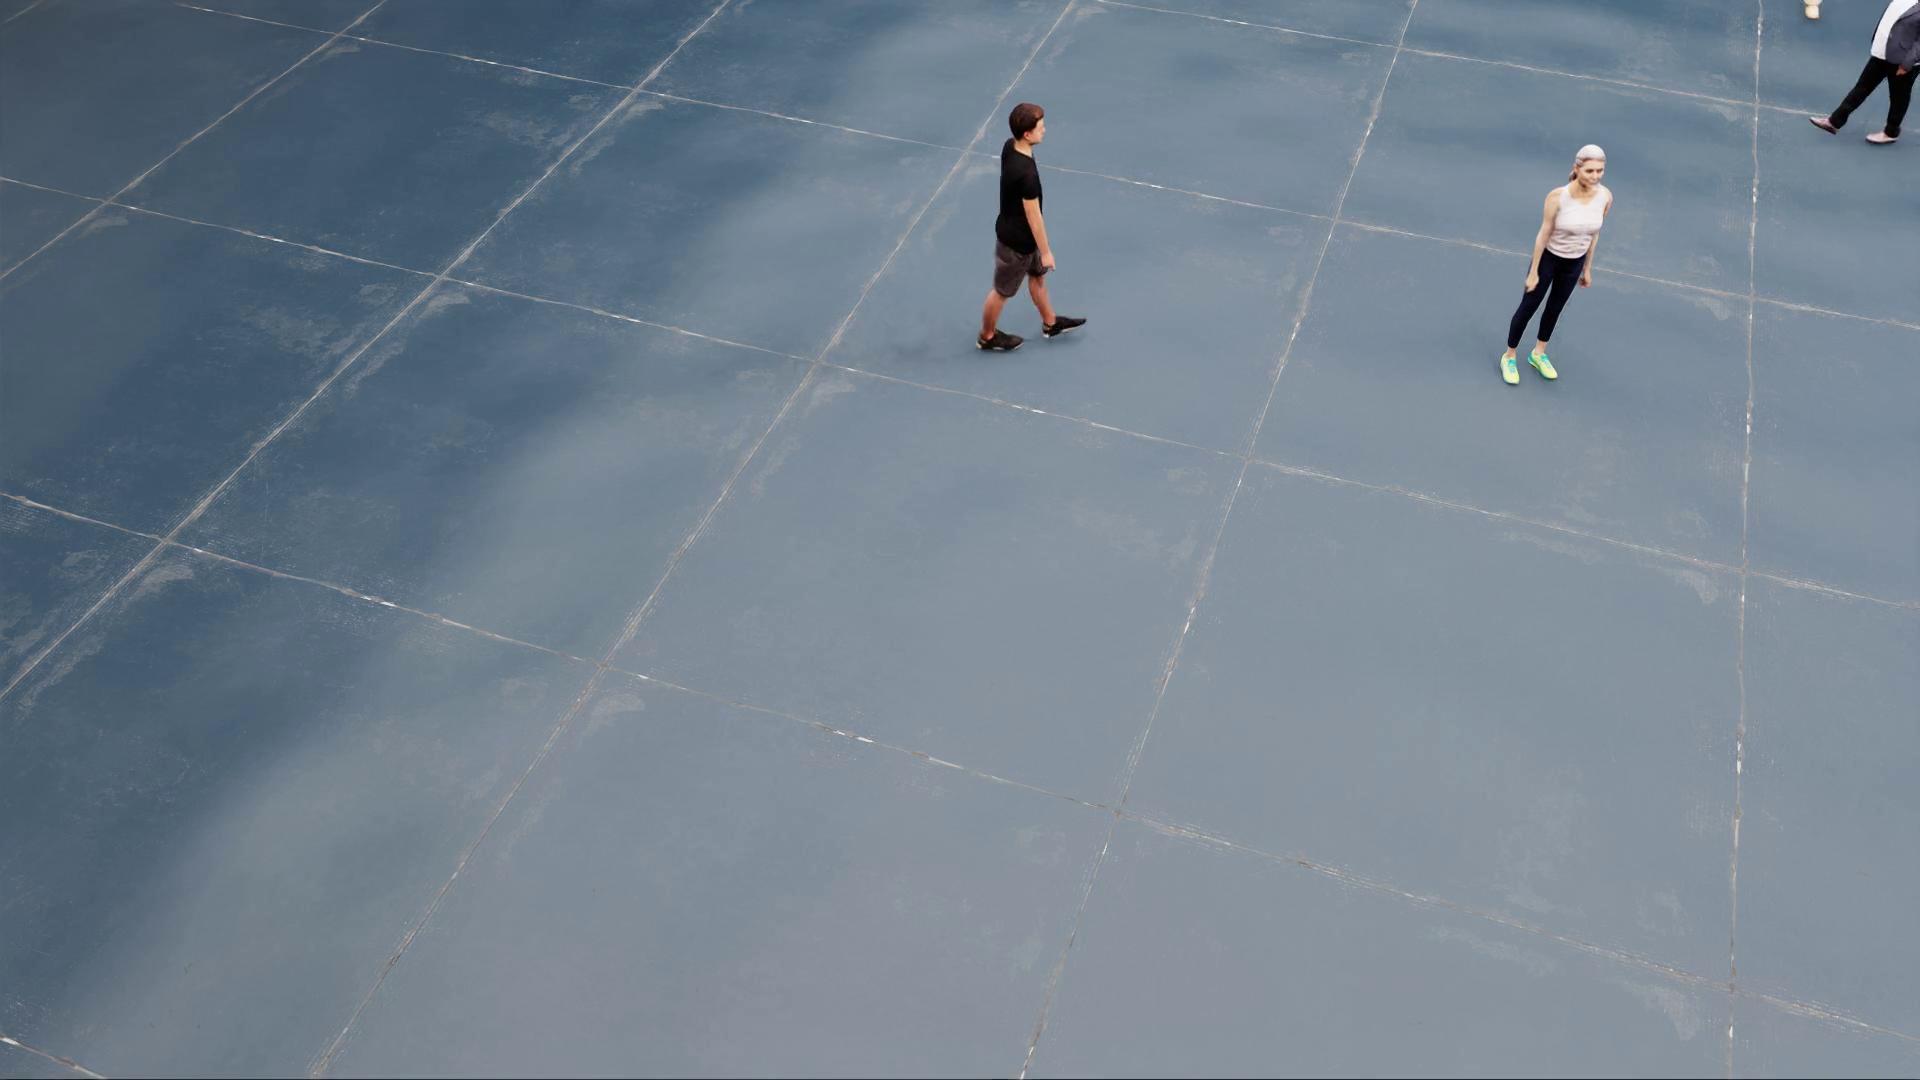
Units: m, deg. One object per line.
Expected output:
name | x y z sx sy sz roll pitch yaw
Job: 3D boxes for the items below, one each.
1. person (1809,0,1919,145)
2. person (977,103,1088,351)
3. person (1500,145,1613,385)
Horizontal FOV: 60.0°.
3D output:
person | 7.444 -3.812 13.002 1.062 1.571 0.903 -2 43 -2
person | 0.289 -1.993 10.863 1.134 1.833 0.966 -5 43 -5
person | 3.860 -1.789 10.741 0.637 1.702 0.744 -7 43 -7
